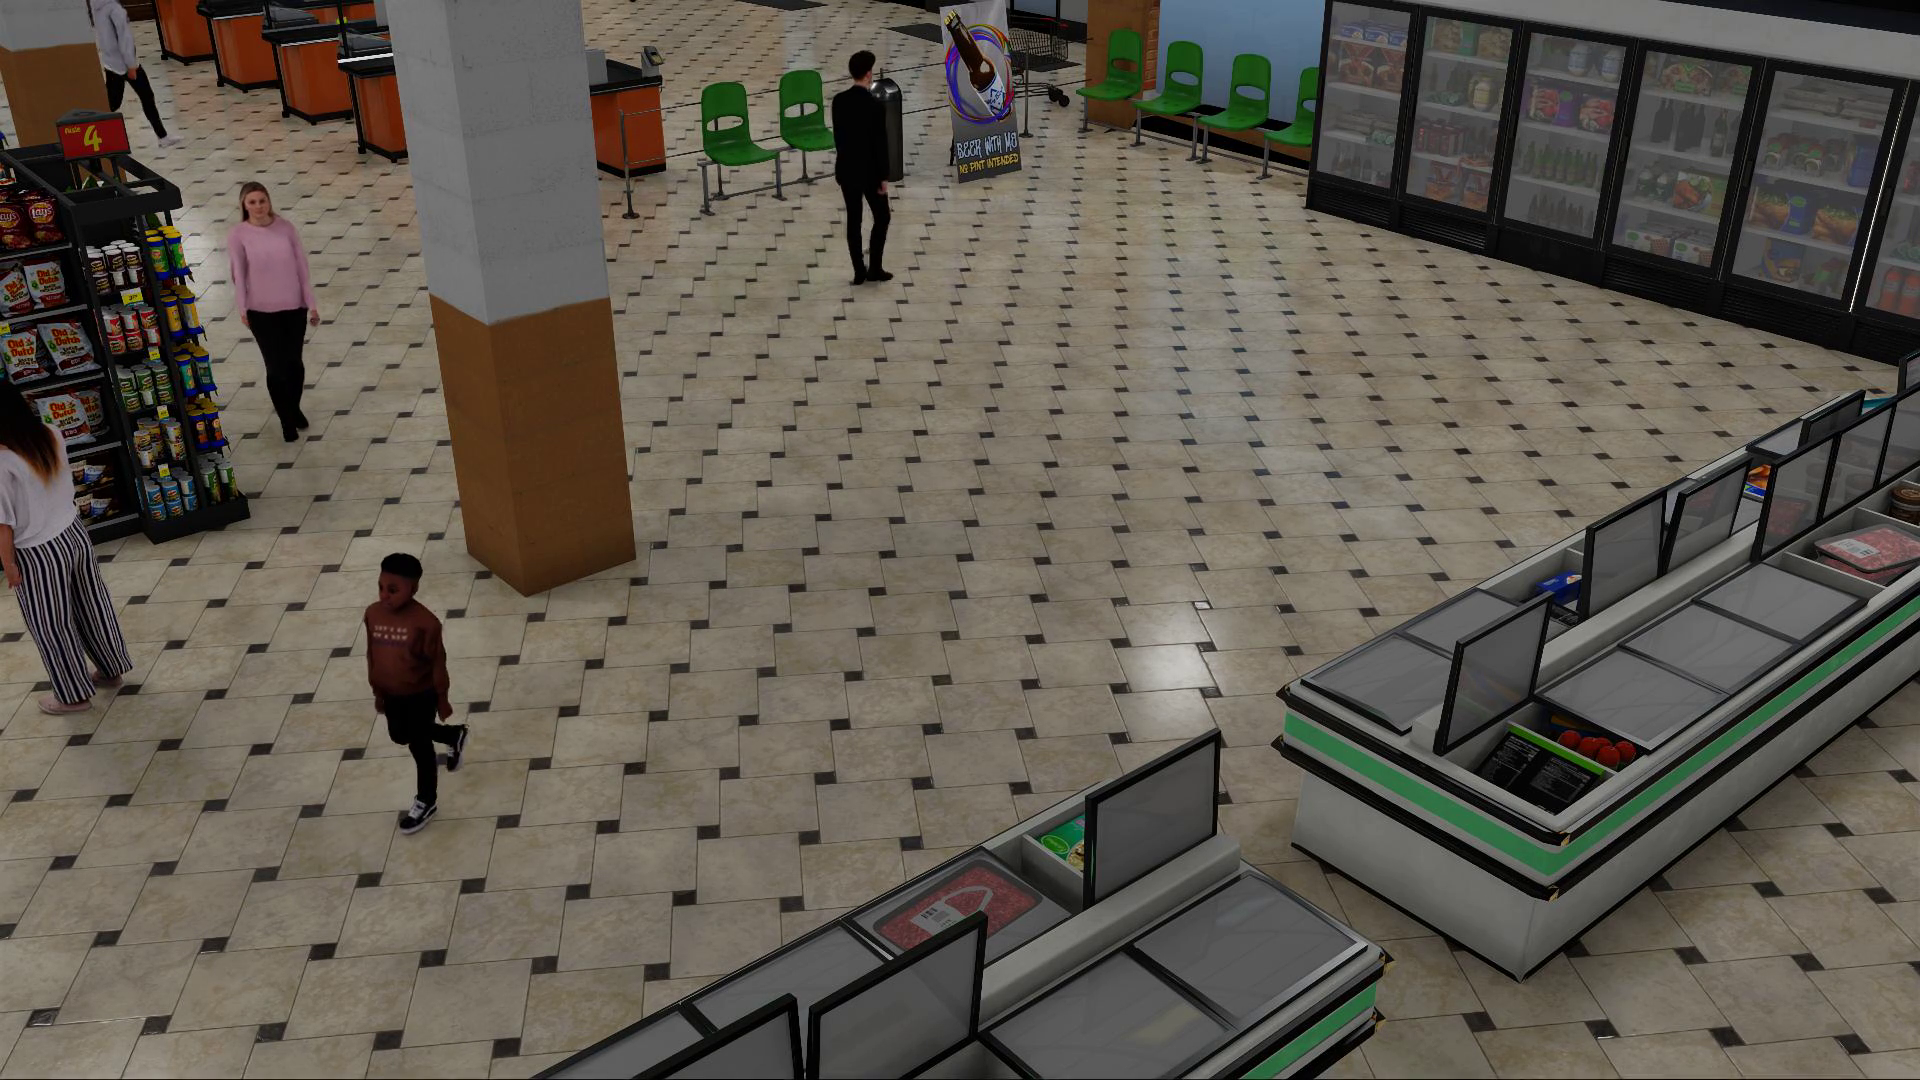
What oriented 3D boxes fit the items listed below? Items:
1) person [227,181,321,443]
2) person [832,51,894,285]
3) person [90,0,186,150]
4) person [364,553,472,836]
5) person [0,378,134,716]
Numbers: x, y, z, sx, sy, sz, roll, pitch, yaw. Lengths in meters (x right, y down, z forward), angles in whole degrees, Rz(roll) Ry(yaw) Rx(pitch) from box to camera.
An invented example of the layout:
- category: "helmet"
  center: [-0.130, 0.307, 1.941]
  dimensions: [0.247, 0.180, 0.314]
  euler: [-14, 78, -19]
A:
- category: "person"
  center: [-4.457, -1.522, 10.809]
  dimensions: [0.685, 1.670, 0.677]
  euler: [-19, 33, -33]
- category: "person"
  center: [-0.840, -2.960, 13.410]
  dimensions: [0.823, 1.882, 0.818]
  euler: [13, 30, 24]
- category: "person"
  center: [-8.816, -4.928, 17.286]
  dimensions: [0.923, 1.885, 1.284]
  euler: [17, 32, 30]
- category: "person"
  center: [-2.306, 0.600, 7.094]
  dimensions: [0.740, 1.244, 0.873]
  euler: [9, 28, 18]
- category: "person"
  center: [-4.260, 0.022, 7.754]
  dimensions: [0.846, 1.679, 0.766]
  euler: [5, 27, 10]
